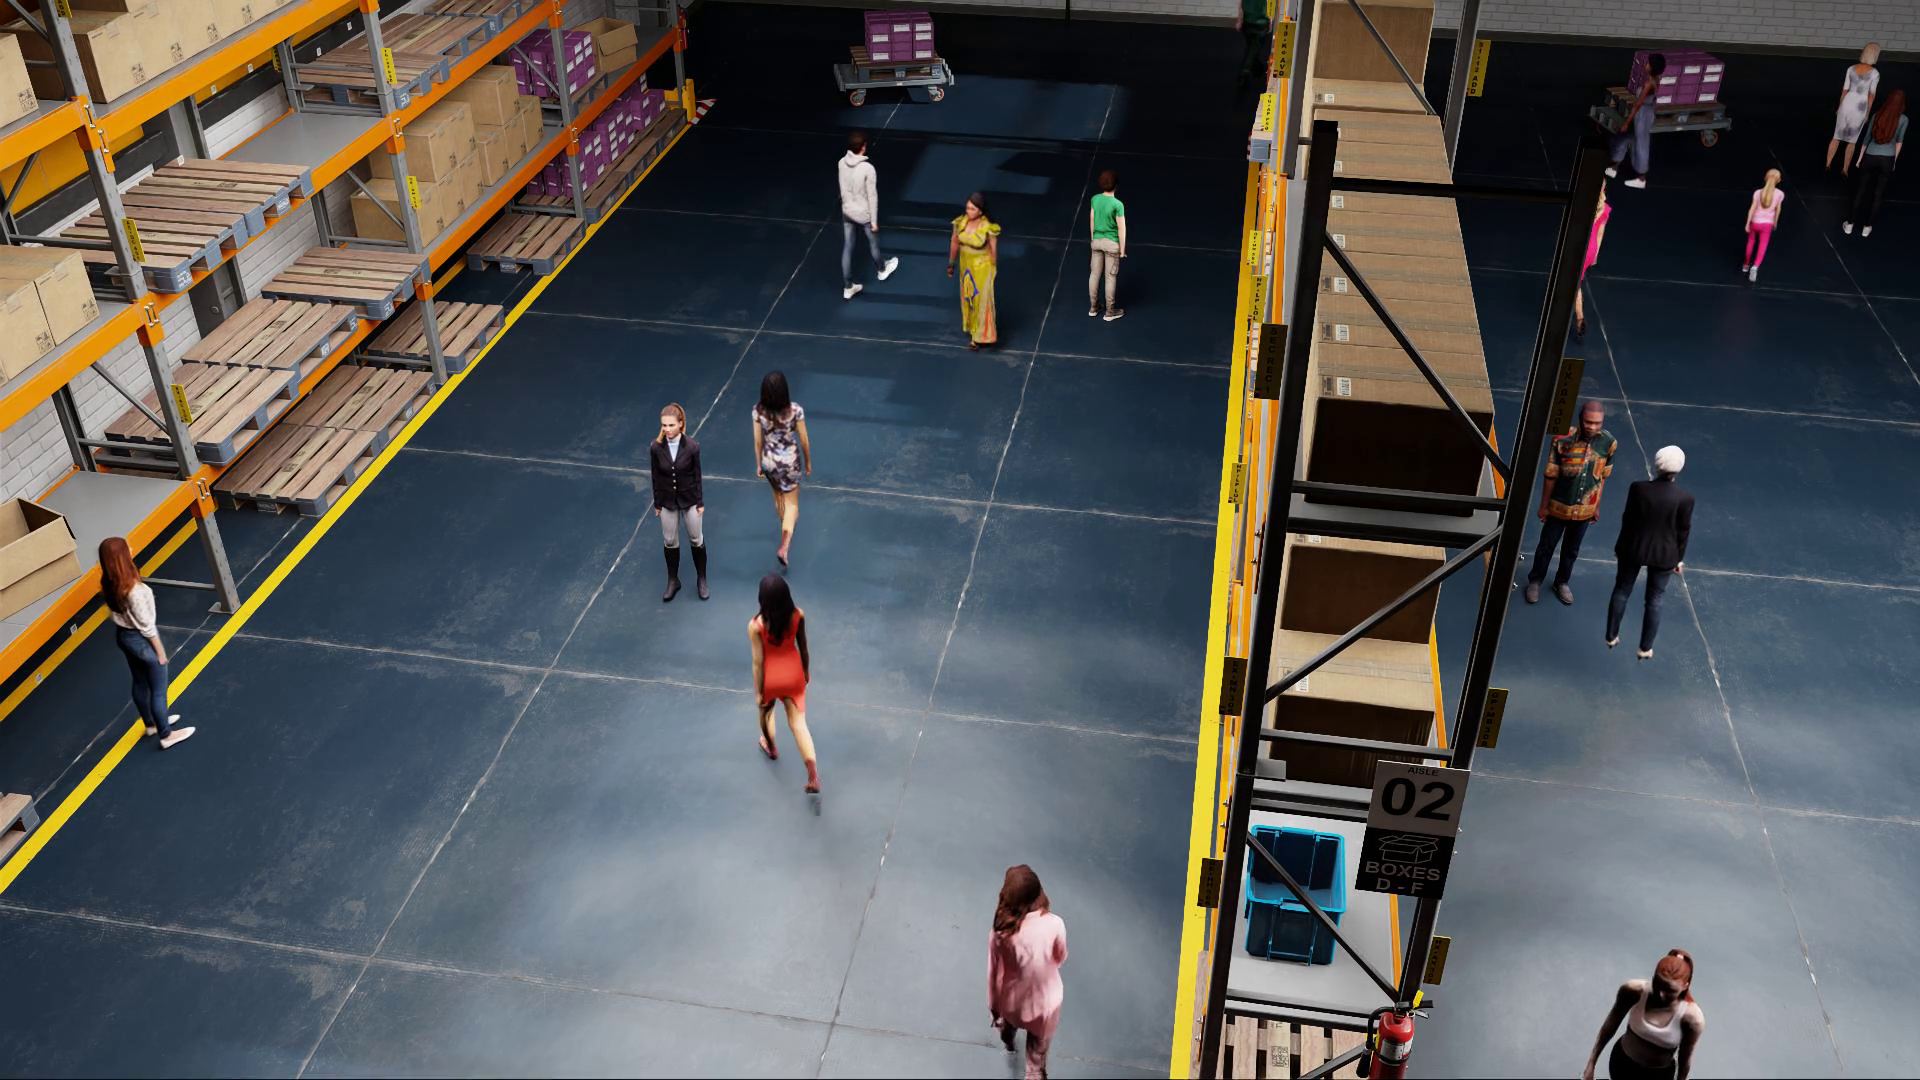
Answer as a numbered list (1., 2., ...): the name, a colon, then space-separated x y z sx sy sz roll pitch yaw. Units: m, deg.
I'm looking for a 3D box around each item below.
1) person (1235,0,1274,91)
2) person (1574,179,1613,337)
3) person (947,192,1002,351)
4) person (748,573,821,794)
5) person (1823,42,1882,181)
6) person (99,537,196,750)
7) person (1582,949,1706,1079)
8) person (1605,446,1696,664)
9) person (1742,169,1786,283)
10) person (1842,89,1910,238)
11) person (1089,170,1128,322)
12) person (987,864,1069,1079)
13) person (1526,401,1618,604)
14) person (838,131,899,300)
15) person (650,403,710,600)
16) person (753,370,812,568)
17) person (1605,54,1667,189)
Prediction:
1. person: 4.236 -7.400 24.020 0.996 1.795 1.251 22 39 29
2. person: 6.526 -2.954 17.423 0.809 1.693 1.087 -6 34 -8
3. person: 0.198 -2.878 17.359 0.961 1.636 1.072 16 37 23
4. person: -1.197 1.023 11.445 1.035 1.686 1.168 -16 37 -22
5. person: 11.353 -5.451 21.126 0.682 1.751 0.647 -28 42 -35
6. person: -5.867 0.726 11.856 0.644 1.727 0.649 21 39 28
7. person: 3.625 2.770 8.814 1.027 1.689 1.254 26 42 33
8. person: 4.992 0.100 11.955 0.797 1.781 0.711 18 38 25
9. person: 9.023 -3.535 18.691 0.627 1.256 0.897 14 36 20
10. person: 10.835 -4.457 19.642 0.631 1.739 0.623 17 37 24
11. person: 1.562 -3.154 17.763 0.655 1.649 0.665 23 40 31
12. person: 0.386 2.584 9.044 0.814 1.745 1.207 -3 34 -4
13. person: 4.909 -0.318 13.353 0.720 1.807 0.682 2 34 3
14. person: -1.172 -3.511 18.146 0.955 1.821 1.216 18 38 25
15. person: -2.256 -0.297 13.392 0.604 1.729 0.606 -1 34 -2
16. person: -1.496 -0.582 13.841 0.677 1.708 1.080 2 34 3
17. person: 8.638 -5.224 20.853 0.791 1.676 0.882 15 36 21
